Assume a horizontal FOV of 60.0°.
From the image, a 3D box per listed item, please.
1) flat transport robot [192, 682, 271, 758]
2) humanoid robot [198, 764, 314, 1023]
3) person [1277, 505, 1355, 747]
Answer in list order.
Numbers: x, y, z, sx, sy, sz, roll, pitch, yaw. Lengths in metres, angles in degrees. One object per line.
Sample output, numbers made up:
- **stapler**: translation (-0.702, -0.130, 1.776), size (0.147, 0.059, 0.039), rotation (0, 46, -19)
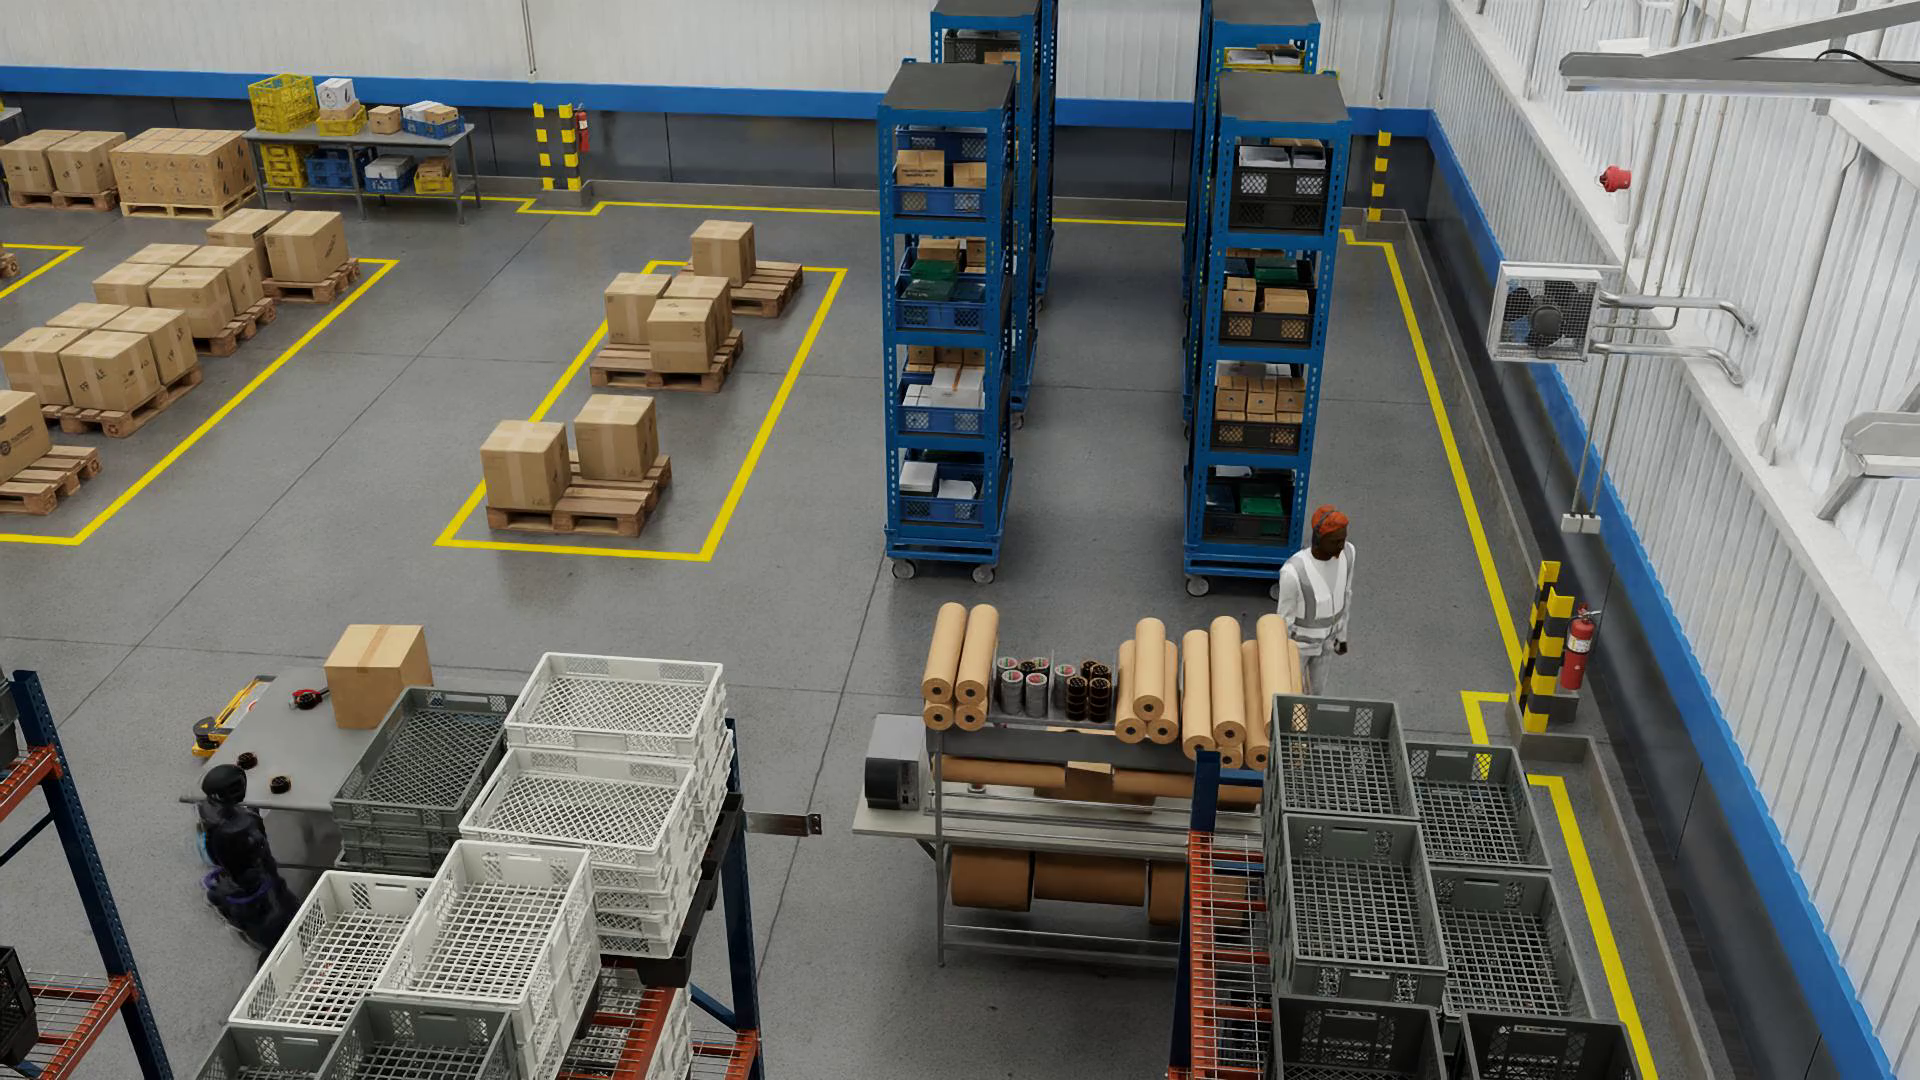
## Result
- **flat transport robot**: translation (-4.089, 1.163, 10.648), size (1.431, 0.197, 0.652), rotation (3, 30, 6)
- **humanoid robot**: translation (-3.482, 1.777, 8.215), size (0.640, 1.647, 0.344), rotation (21, 36, 32)
- **person**: translation (2.106, 0.615, 10.028), size (0.573, 1.871, 0.355), rotation (-21, 36, -31)
